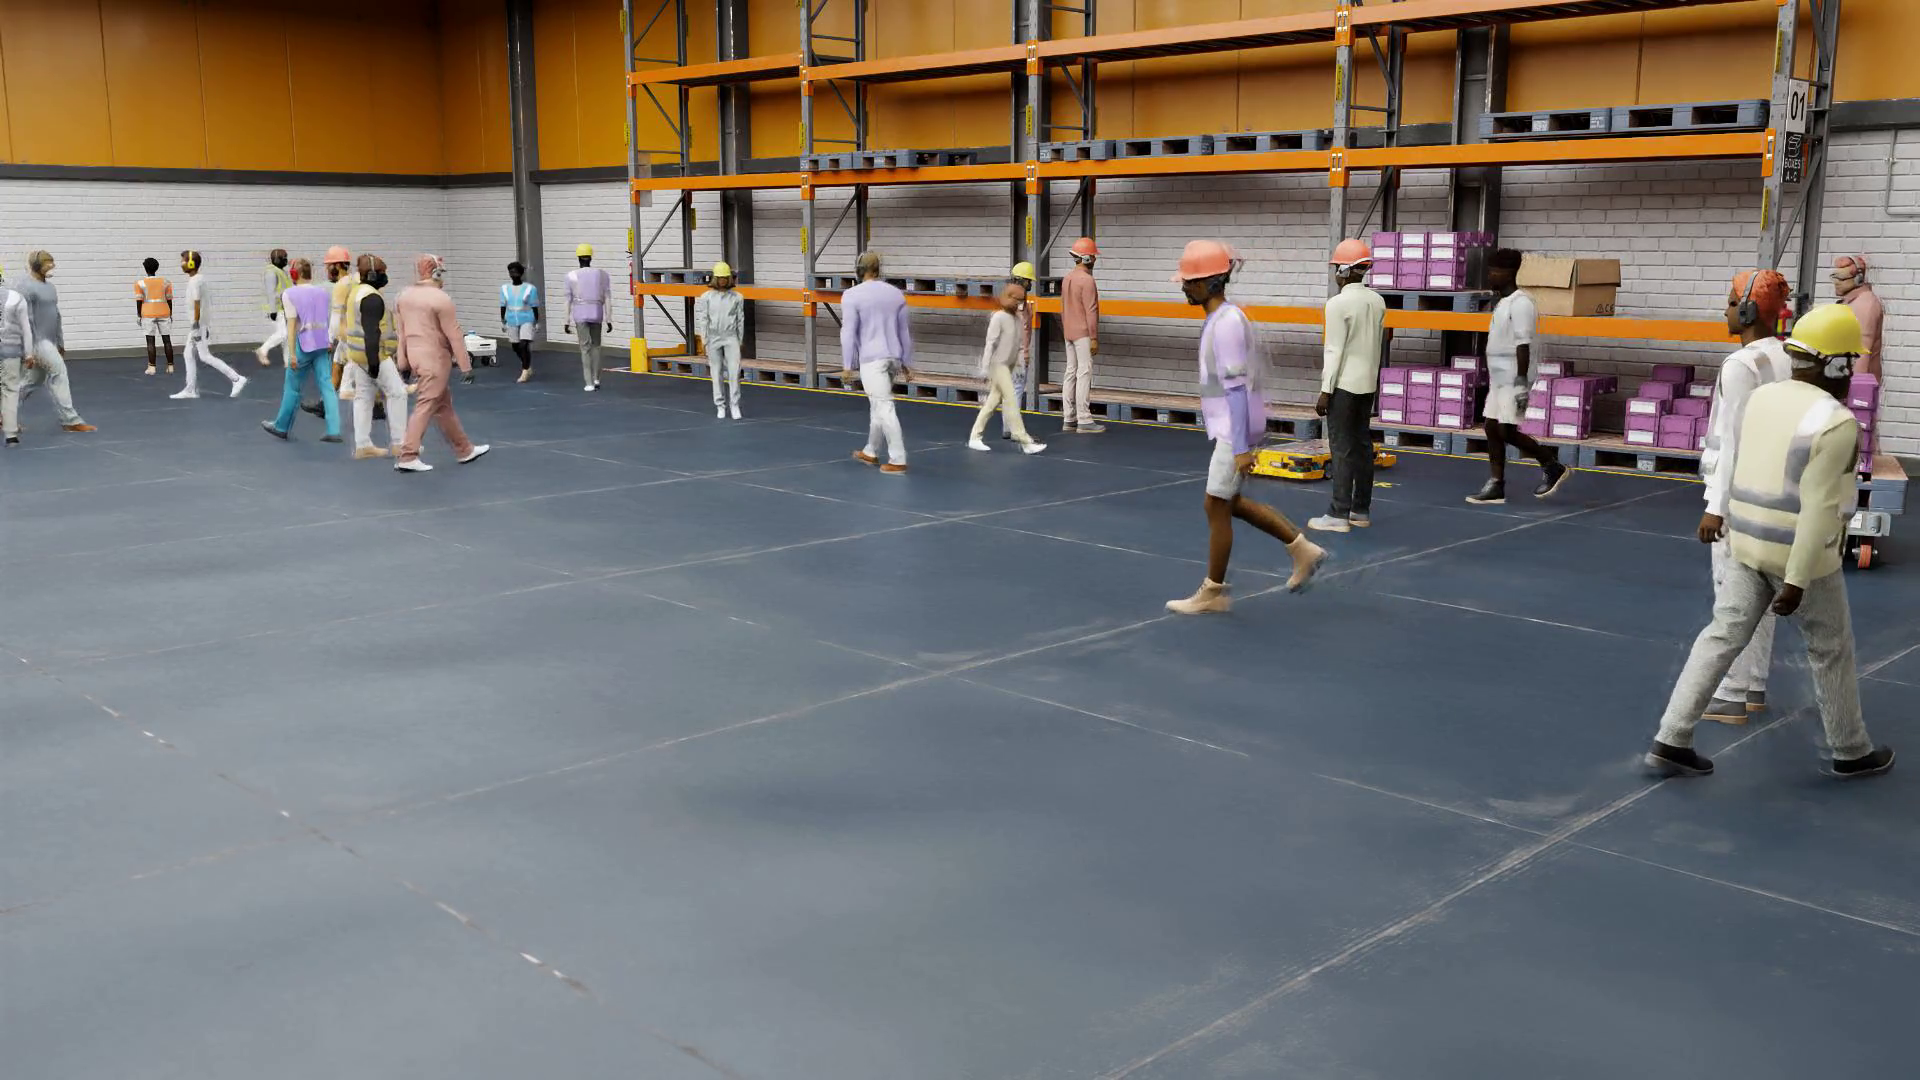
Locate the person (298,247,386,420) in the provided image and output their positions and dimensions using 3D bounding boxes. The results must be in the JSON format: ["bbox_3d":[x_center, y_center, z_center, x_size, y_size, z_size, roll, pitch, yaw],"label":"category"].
[{"bbox_3d":[-6.780,-2.237,18.154,0.972,1.884,0.572,-1,10,-6],"label":"person"}]

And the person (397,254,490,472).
[{"bbox_3d":[-4.513,-1.533,14.417,0.670,1.850,1.008,8,13,39],"label":"person"}]

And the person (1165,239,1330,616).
[{"bbox_3d":[1.510,-0.574,8.766,0.830,2.009,0.633,0,10,2],"label":"person"}]

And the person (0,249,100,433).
[{"bbox_3d":[-9.441,-2.016,16.987,1.027,1.889,0.630,-1,10,-7],"label":"person"}]

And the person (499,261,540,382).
[{"bbox_3d":[-6.095,-3.042,23.140,0.558,1.665,0.655,1,10,6],"label":"person"}]

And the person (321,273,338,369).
[{"bbox_3d":[-9.383,-3.340,24.958,0.803,1.604,0.495,9,14,42],"label":"person"}]

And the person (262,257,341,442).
[{"bbox_3d":[-6.469,-1.863,16.356,0.955,1.792,0.596,5,12,27],"label":"person"}]

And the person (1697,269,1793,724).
[{"bbox_3d":[3.262,-0.175,6.933,0.578,1.883,0.353,-10,14,-44],"label":"person"}]

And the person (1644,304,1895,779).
[{"bbox_3d":[3.027,0.029,6.121,0.958,1.786,0.584,-3,11,-16],"label":"person"}]

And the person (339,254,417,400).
[{"bbox_3d":[-7.262,-2.624,20.540,0.974,1.785,0.645,-7,13,-34],"label":"person"}]

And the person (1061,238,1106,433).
[{"bbox_3d":[1.258,-2.102,17.131,0.379,1.996,0.609,-5,11,-25],"label":"person"}]

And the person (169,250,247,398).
[{"bbox_3d":[-9.403,-2.674,20.679,0.841,1.847,0.521,-4,11,-20],"label":"person"}]

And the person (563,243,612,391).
[{"bbox_3d":[-4.888,-2.905,21.728,0.612,1.907,0.650,-5,12,-26],"label":"person"}]

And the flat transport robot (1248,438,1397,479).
[{"bbox_3d":[3.070,-0.706,14.224,1.431,0.197,0.652,-10,14,-44],"label":"flat transport robot"}]

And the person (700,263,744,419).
[{"bbox_3d":[-2.603,-2.169,18.265,0.493,1.718,0.741,-2,11,-9],"label":"person"}]

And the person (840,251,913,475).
[{"bbox_3d":[-0.747,-1.515,14.247,0.945,1.880,0.631,10,14,44],"label":"person"}]

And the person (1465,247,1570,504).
[{"bbox_3d":[4.196,-1.210,12.416,0.654,1.939,0.639,0,10,1],"label":"person"}]

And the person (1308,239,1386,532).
[{"bbox_3d":[2.664,-1.055,11.422,0.615,1.994,0.381,-10,14,-44],"label":"person"}]

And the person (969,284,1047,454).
[{"bbox_3d":[0.419,-1.590,15.471,0.880,1.574,0.521,6,12,29],"label":"person"}]

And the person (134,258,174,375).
[{"bbox_3d":[-11.741,-3.260,24.261,0.537,1.696,0.317,-10,14,-44],"label":"person"}]

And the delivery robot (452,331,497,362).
[{"bbox_3d":[-7.481,-2.967,25.523,0.707,0.478,0.477,-10,15,-44],"label":"delivery robot"}]

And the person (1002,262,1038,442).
[{"bbox_3d":[0.590,-1.843,16.371,0.327,1.760,0.523,-3,11,-13],"label":"person"}]

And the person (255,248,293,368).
[{"bbox_3d":[-10.384,-3.510,25.292,0.557,1.829,0.632,-1,10,-4],"label":"person"}]

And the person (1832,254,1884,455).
[{"bbox_3d":[6.587,-1.167,12.357,0.579,1.882,0.869,5,12,26],"label":"person"}]

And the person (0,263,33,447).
[{"bbox_3d":[-9.230,-1.793,15.947,0.599,1.819,0.467,-4,11,-19],"label":"person"}]

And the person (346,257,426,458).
[{"bbox_3d":[-5.220,-1.654,15.154,0.730,1.818,0.660,-7,12,-32],"label":"person"}]
